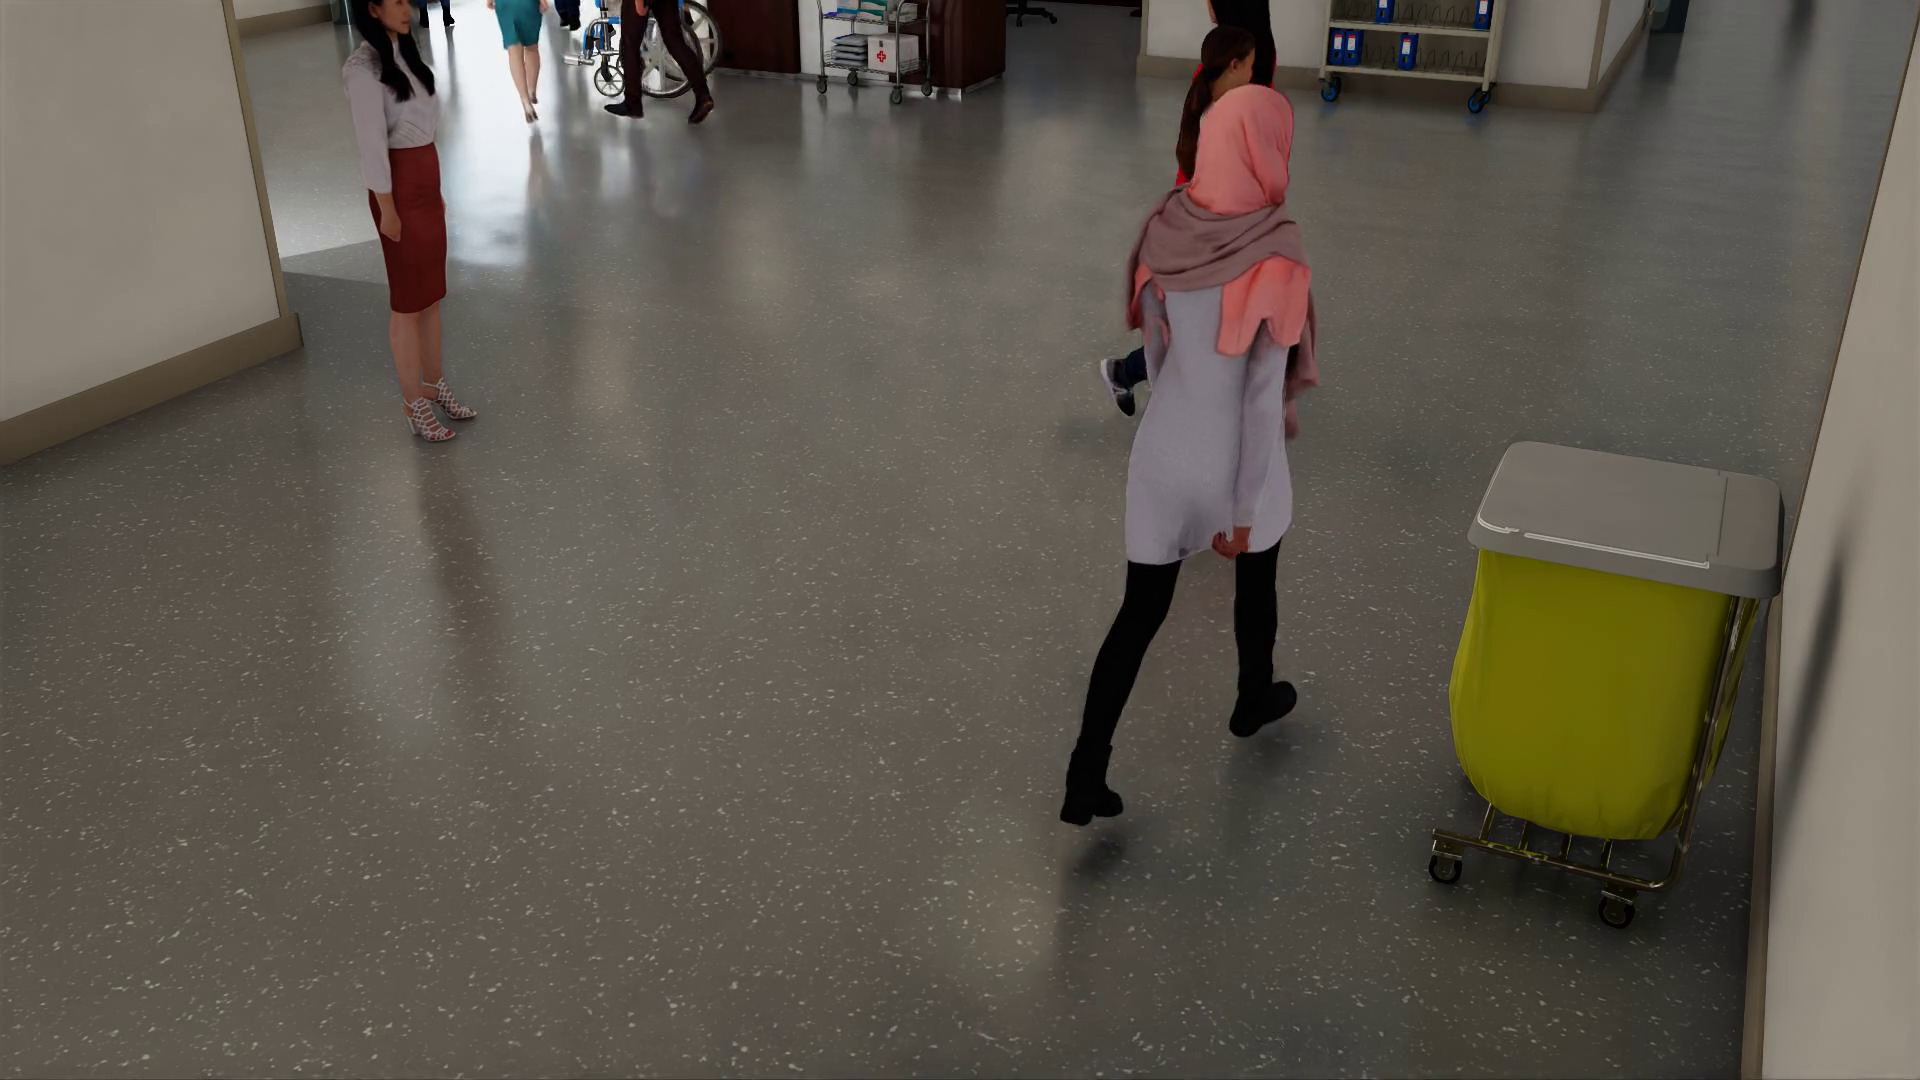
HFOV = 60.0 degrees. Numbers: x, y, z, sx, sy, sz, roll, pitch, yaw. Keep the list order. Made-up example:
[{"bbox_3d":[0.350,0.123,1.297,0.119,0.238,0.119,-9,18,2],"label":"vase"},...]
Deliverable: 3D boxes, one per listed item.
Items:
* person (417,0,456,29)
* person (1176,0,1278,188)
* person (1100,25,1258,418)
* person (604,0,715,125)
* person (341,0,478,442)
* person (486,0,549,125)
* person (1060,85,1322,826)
[{"bbox_3d":[-5.020,-5.656,15.543,0.661,1.630,0.737,-7,27,-14],"label":"person"},{"bbox_3d":[1.064,-1.353,6.490,0.639,1.742,0.657,15,30,28],"label":"person"},{"bbox_3d":[0.857,-1.131,6.252,0.952,1.549,0.810,-2,26,-4],"label":"person"},{"bbox_3d":[-2.059,-3.784,11.410,1.219,1.848,0.823,17,31,31],"label":"person"},{"bbox_3d":[-2.073,-1.243,6.251,0.611,1.752,0.652,3,26,7],"label":"person"},{"bbox_3d":[-3.024,-3.637,11.355,1.041,1.631,1.030,-6,26,-12],"label":"person"},{"bbox_3d":[0.523,-0.121,3.921,1.204,1.755,0.872,19,31,33],"label":"person"}]
